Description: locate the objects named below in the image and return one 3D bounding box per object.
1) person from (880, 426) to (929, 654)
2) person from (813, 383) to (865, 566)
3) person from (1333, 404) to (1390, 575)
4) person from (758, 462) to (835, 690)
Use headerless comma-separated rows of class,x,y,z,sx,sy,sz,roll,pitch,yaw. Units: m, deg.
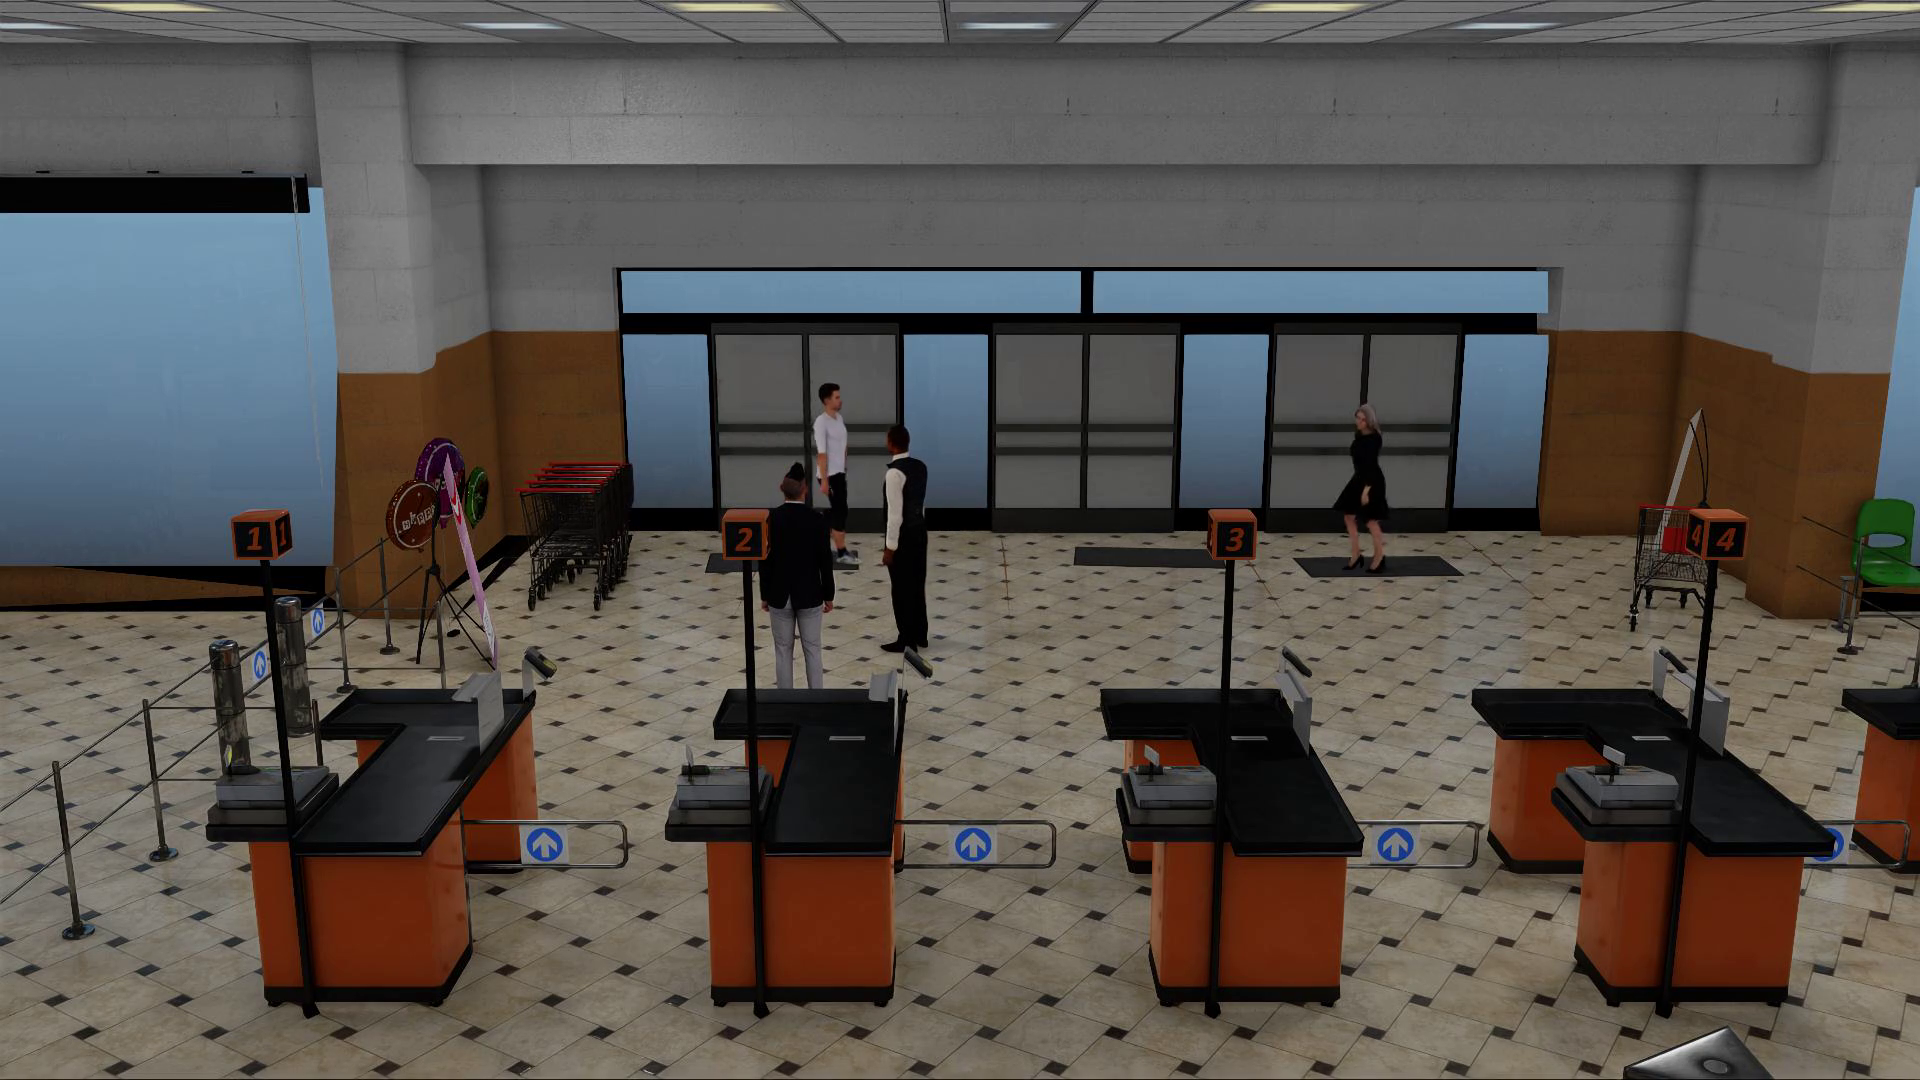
person,-0.456,-0.009,13.914,0.839,1.917,0.712,8,16,29
person,-1.358,-0.659,16.778,0.960,1.830,1.077,5,15,20
person,4.034,-0.486,16.306,0.784,1.717,0.813,-2,14,-9
person,-1.212,0.376,12.257,0.698,1.950,0.554,0,14,0
